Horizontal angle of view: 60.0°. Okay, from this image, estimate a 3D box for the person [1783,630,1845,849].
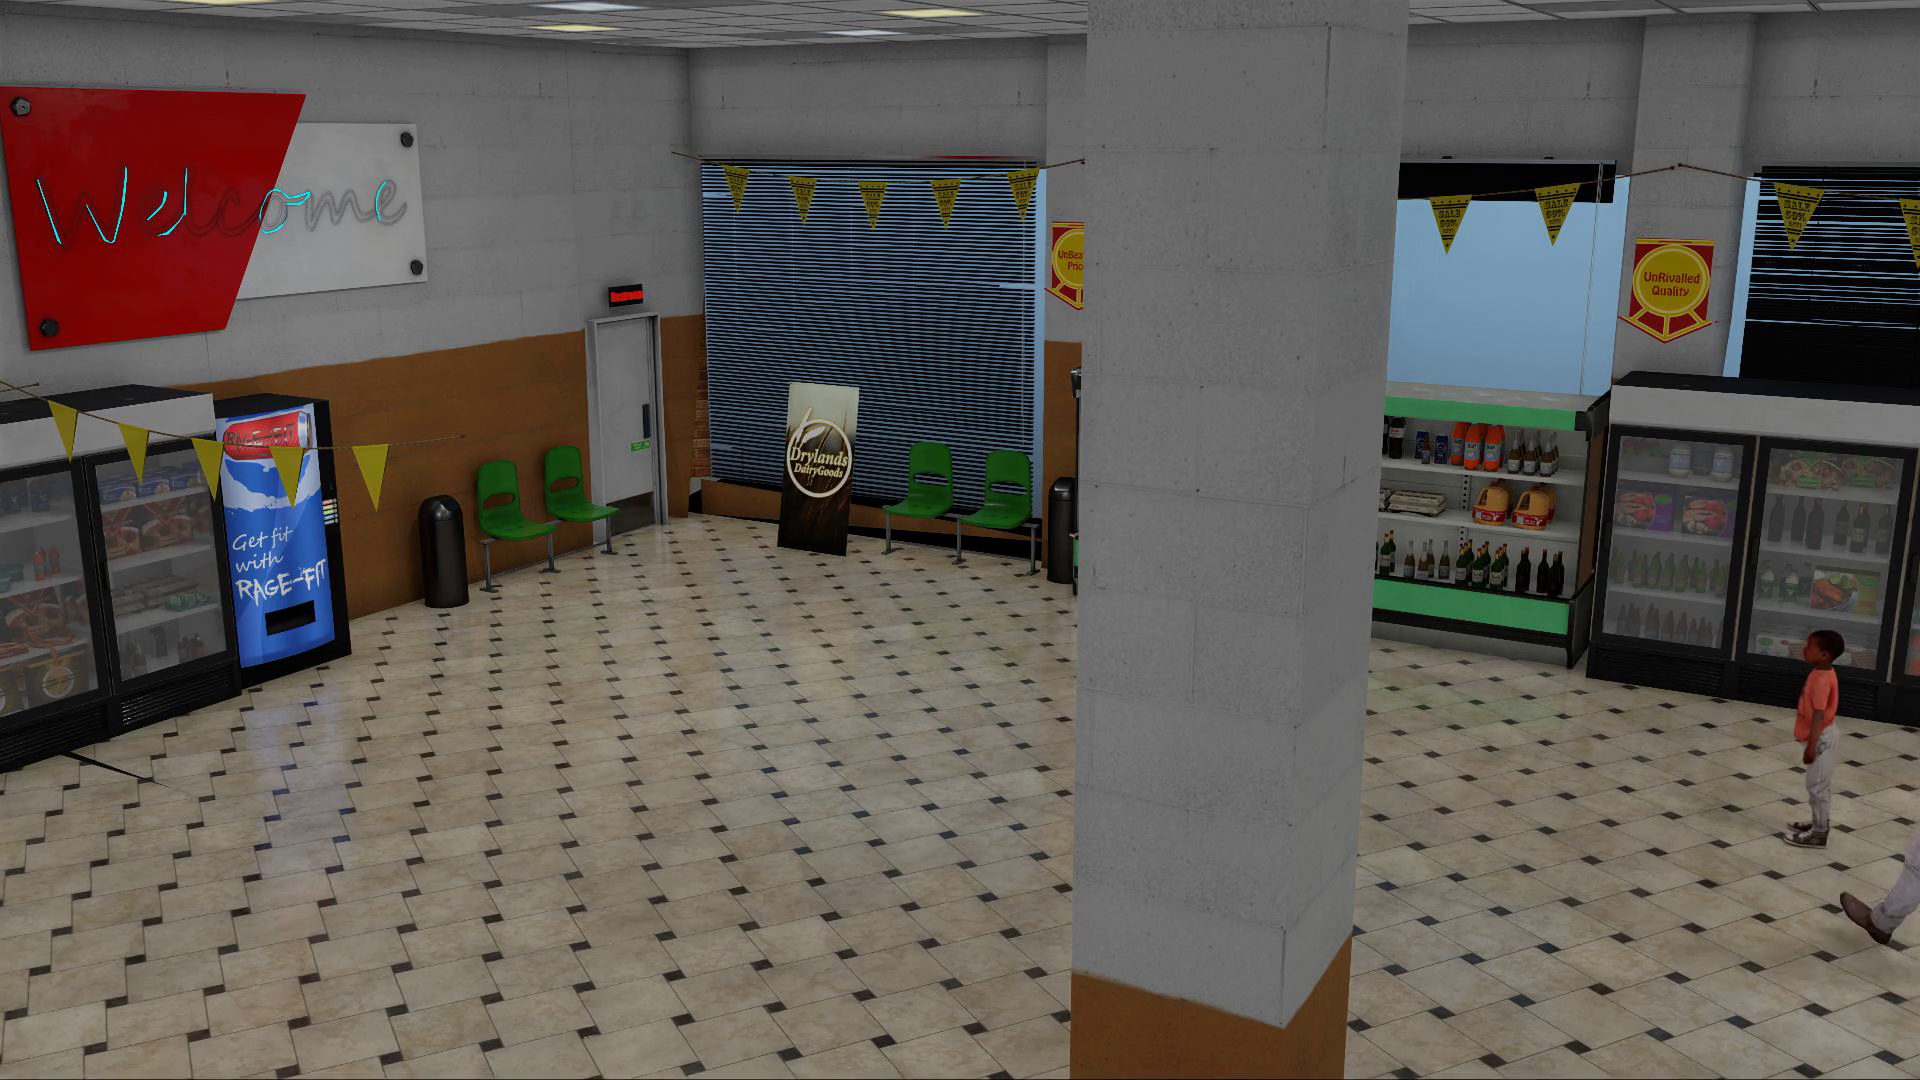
[{"bbox_3d":[5.092,1.163,9.834,0.461,1.305,0.480,8,16,28],"label":"person"}]
